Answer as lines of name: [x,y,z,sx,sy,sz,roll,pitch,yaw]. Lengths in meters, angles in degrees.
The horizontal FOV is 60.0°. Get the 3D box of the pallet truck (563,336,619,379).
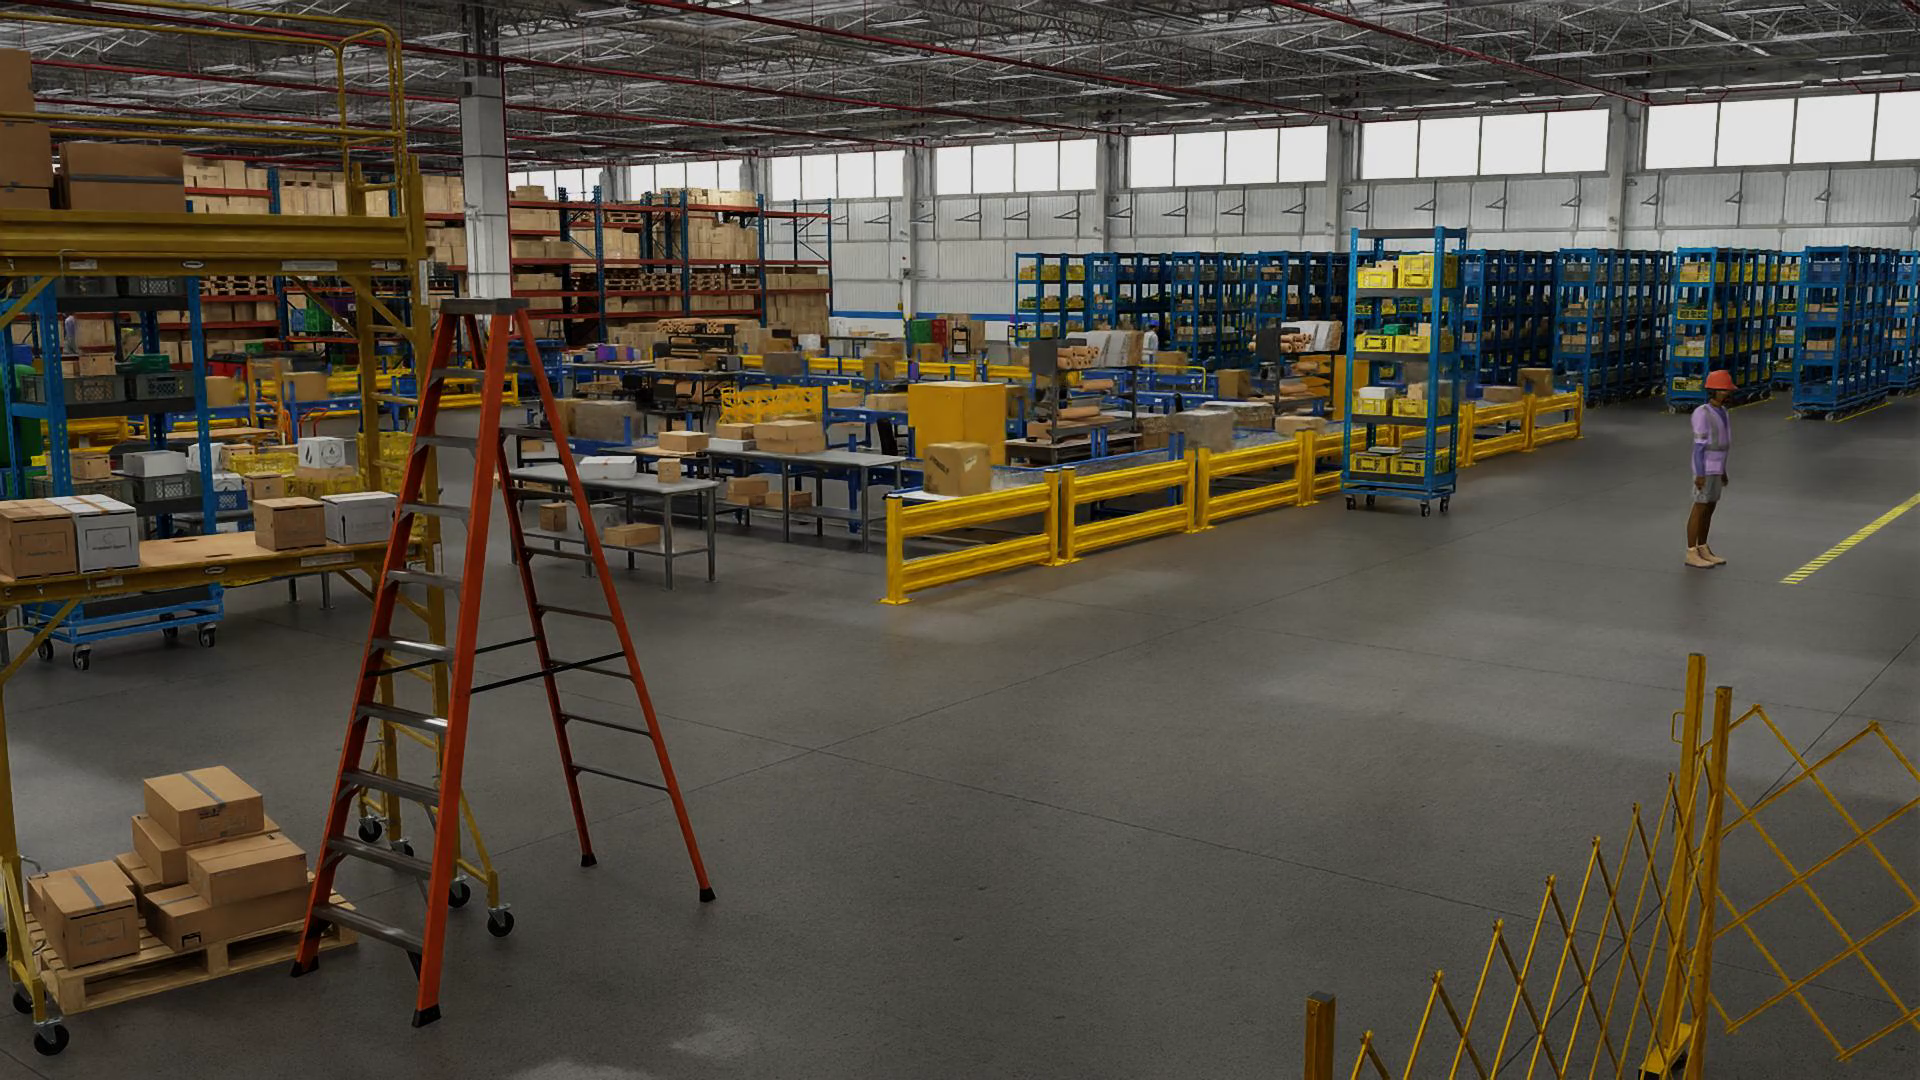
pallet truck: [-10.690,-5.294,48.215,1.601,1.201,0.680,-5,10,-26]

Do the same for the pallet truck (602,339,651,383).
pallet truck: [-8.991,-4.871,45.351,0.653,1.274,1.630,7,11,37]

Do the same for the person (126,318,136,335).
person: [-25.309,-5.970,50.964,0.544,1.683,0.409,7,11,37]

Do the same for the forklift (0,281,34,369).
forklift: [-26.397,-5.650,45.297,1.873,2.768,1.129,3,10,20]

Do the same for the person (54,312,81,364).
person: [-29.496,-6.693,54.877,0.977,1.896,0.636,-7,12,-38]

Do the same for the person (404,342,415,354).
person: [-16.646,-5.873,50.521,0.531,1.648,0.893,6,11,33]

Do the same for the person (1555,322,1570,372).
person: [16.130,-5.000,44.595,0.580,1.807,0.945,-9,13,-43]

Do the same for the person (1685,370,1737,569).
person: [7.771,-0.729,17.183,0.605,2.045,0.378,-8,12,-42]

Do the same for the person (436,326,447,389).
person: [-13.350,-4.694,42.863,0.709,1.740,0.542,-2,9,-14]

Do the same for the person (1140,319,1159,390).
person: [4.652,-4.427,40.627,0.431,1.936,0.644,-5,10,-29]

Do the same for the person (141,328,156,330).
person: [-23.912,-5.801,49.262,0.558,1.908,0.790,7,12,38]

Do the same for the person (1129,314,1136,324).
person: [5.403,-6.230,52.222,0.612,1.819,0.605,5,10,28]

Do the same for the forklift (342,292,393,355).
forklift: [-16.485,-5.622,45.120,1.129,2.768,1.873,7,11,37]
